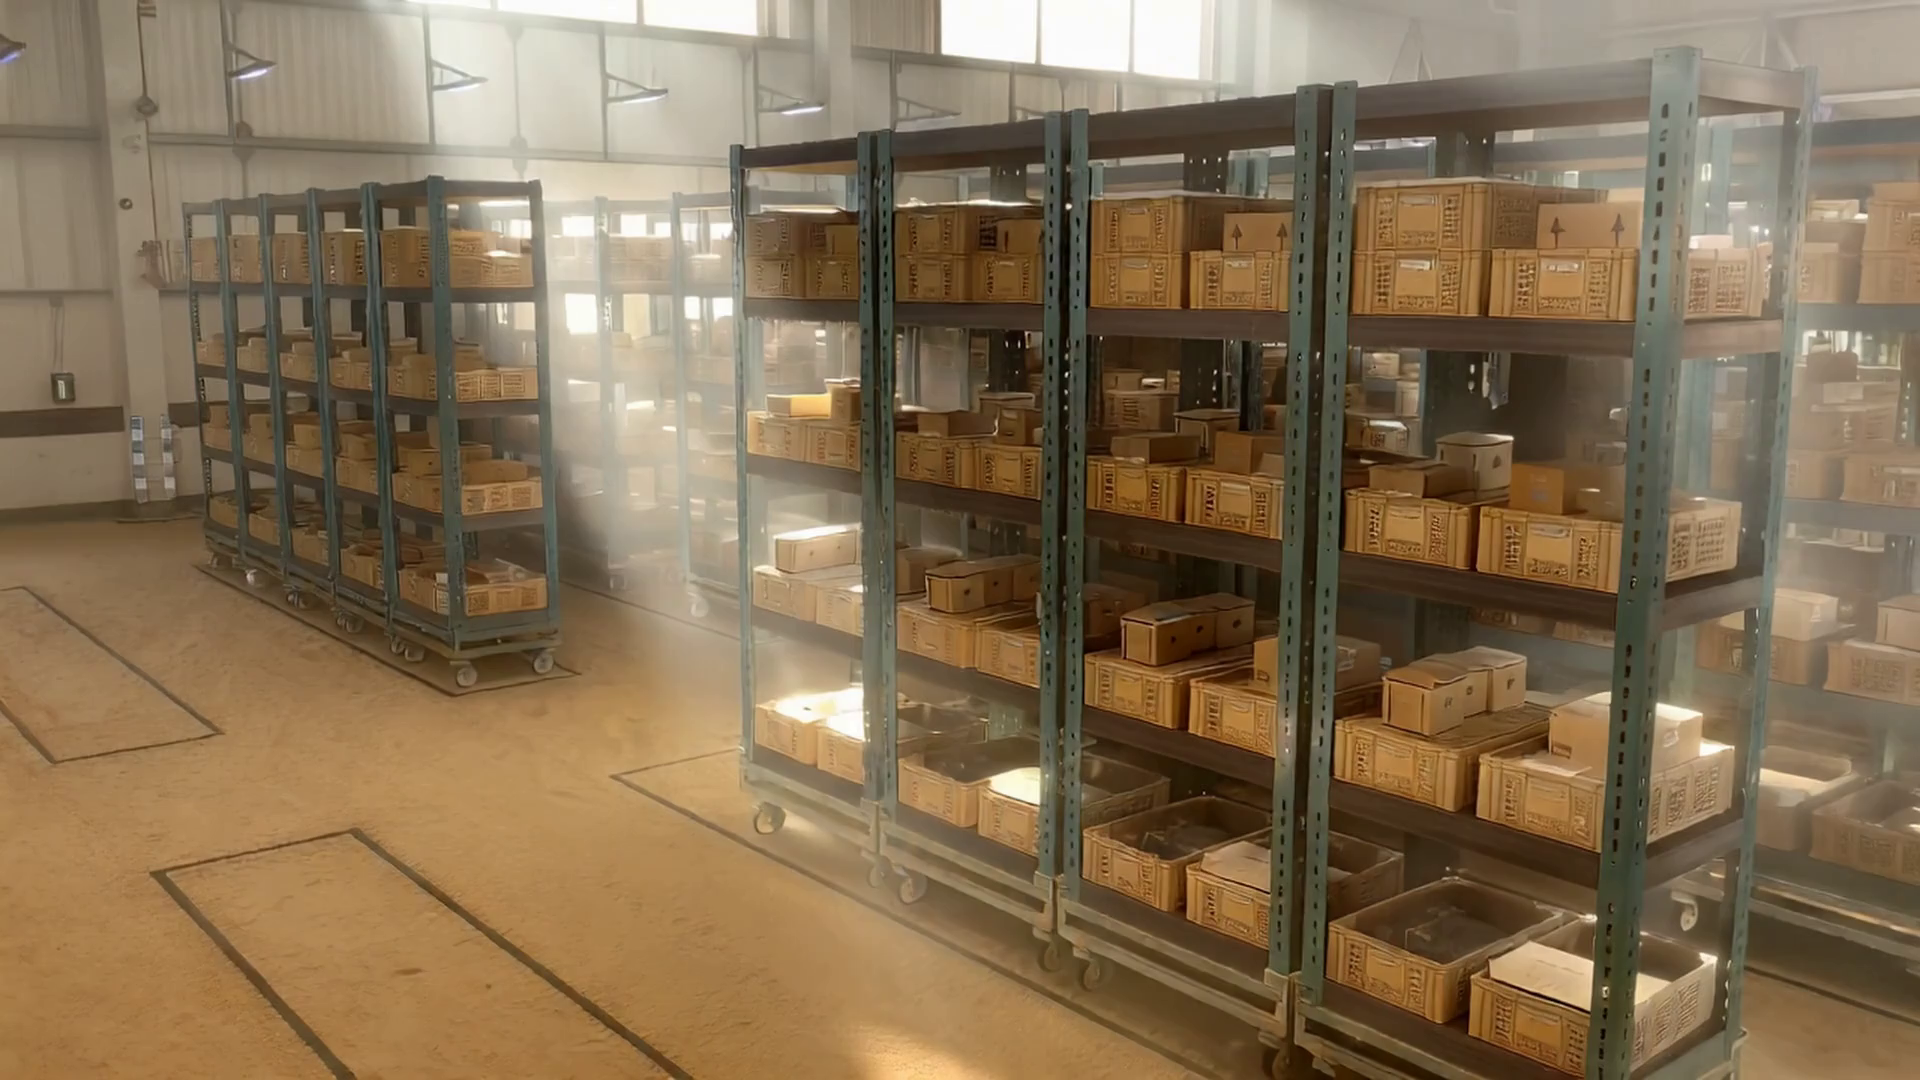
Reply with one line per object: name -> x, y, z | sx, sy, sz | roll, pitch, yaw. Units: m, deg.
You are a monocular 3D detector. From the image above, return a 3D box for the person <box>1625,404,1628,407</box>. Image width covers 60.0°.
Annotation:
person -> 8.202, -1.186, 19.940 | 0.758, 1.820, 0.568 | -5, 11, -29
